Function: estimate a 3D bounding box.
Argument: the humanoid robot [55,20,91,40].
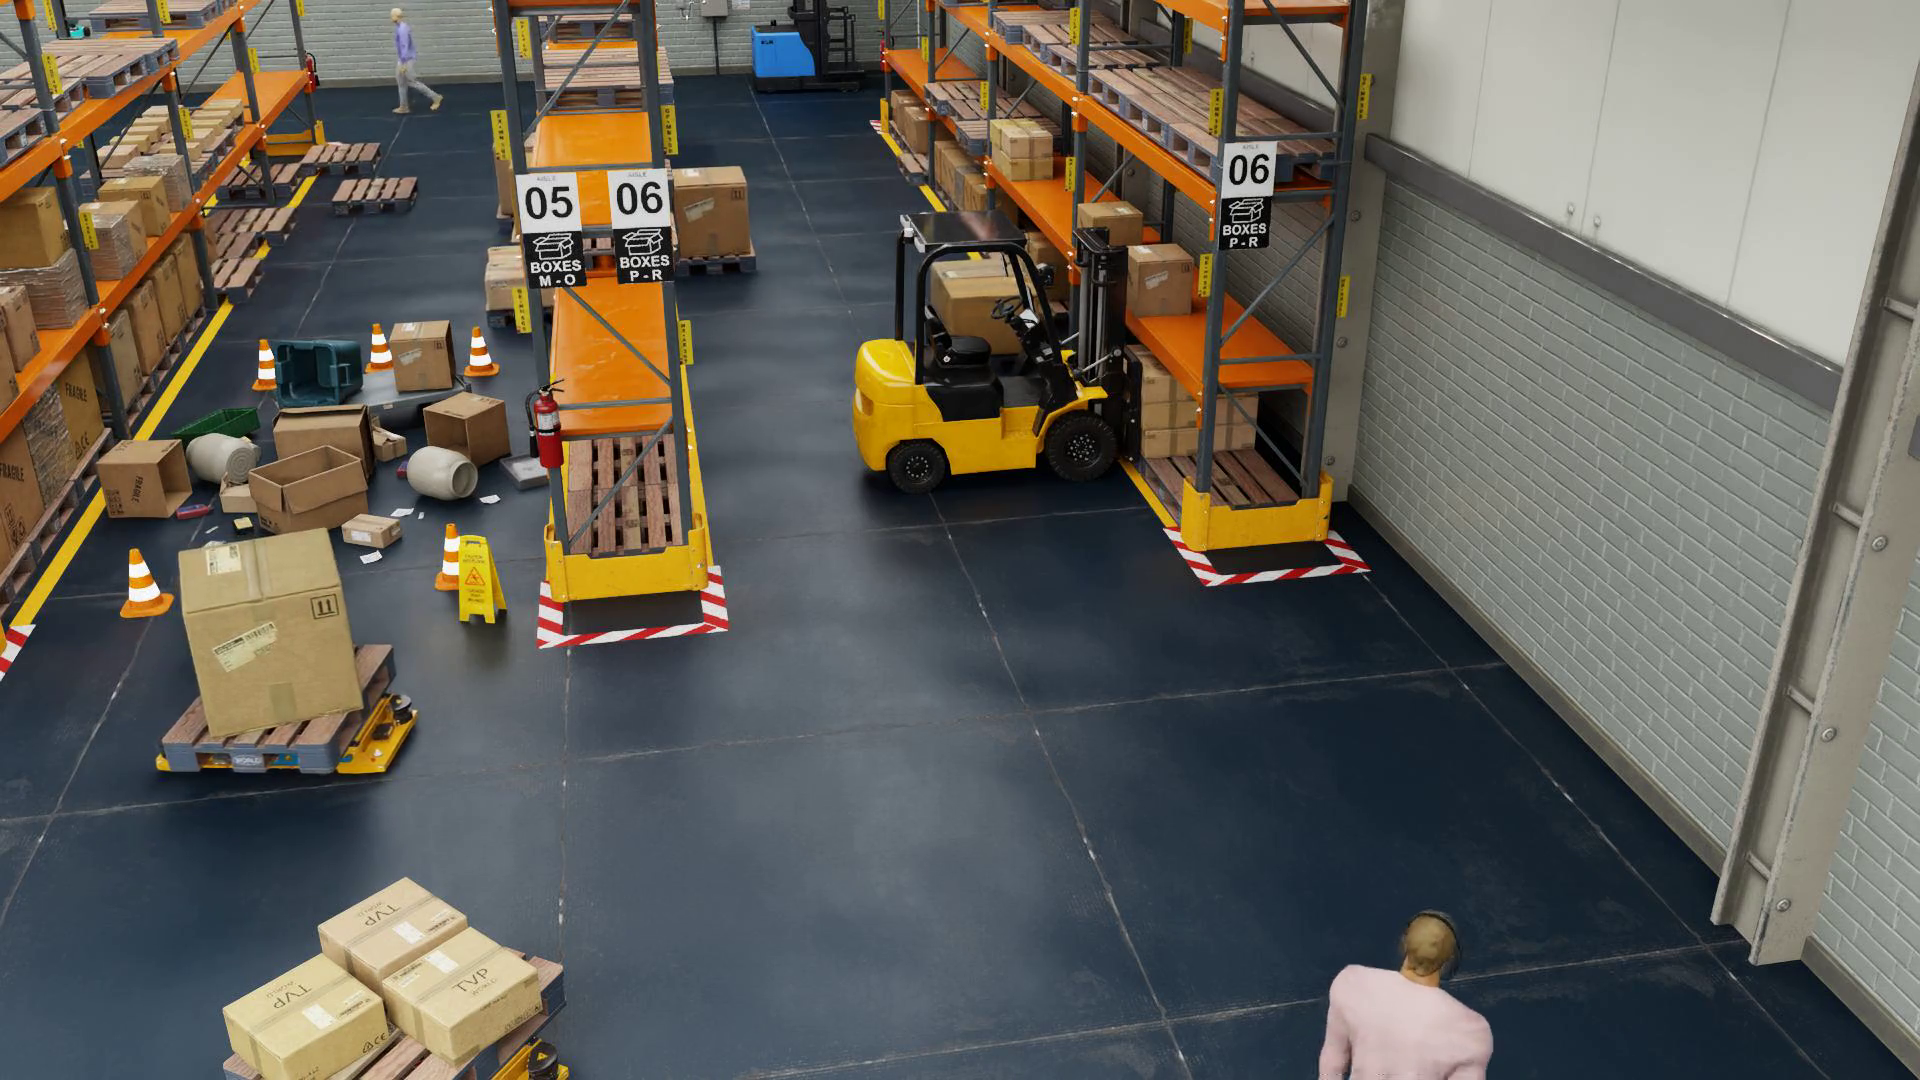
[{"bbox_3d":[-14.551,-7.775,27.620,0.544,1.760,0.949,-21,32,-36],"label":"humanoid robot"}]

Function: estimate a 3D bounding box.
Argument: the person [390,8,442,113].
[{"bbox_3d":[-9.418,-8.215,28.506,0.779,1.770,0.602,-9,27,-19],"label":"person"}]

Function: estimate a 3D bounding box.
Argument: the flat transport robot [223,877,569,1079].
[{"bbox_3d":[-2.656,2.501,7.920,1.431,0.231,0.659,11,28,22],"label":"flat transport robot"}]

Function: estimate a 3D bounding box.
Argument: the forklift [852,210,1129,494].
[{"bbox_3d":[0.216,-1.659,14.366,2.313,2.155,1.214,-5,26,-10],"label":"forklift"}]

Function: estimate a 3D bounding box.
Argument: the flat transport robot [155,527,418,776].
[{"bbox_3d":[-4.265,1.226,10.575,1.431,0.231,0.659,1,26,1],"label":"flat transport robot"}]

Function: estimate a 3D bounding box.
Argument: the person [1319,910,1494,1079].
[{"bbox_3d":[1.668,2.304,6.446,0.644,1.904,0.592,12,28,24],"label":"person"}]

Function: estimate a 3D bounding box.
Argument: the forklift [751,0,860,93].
[{"bbox_3d":[-2.872,-9.679,30.288,1.873,2.768,1.129,-5,26,-10],"label":"forklift"}]
